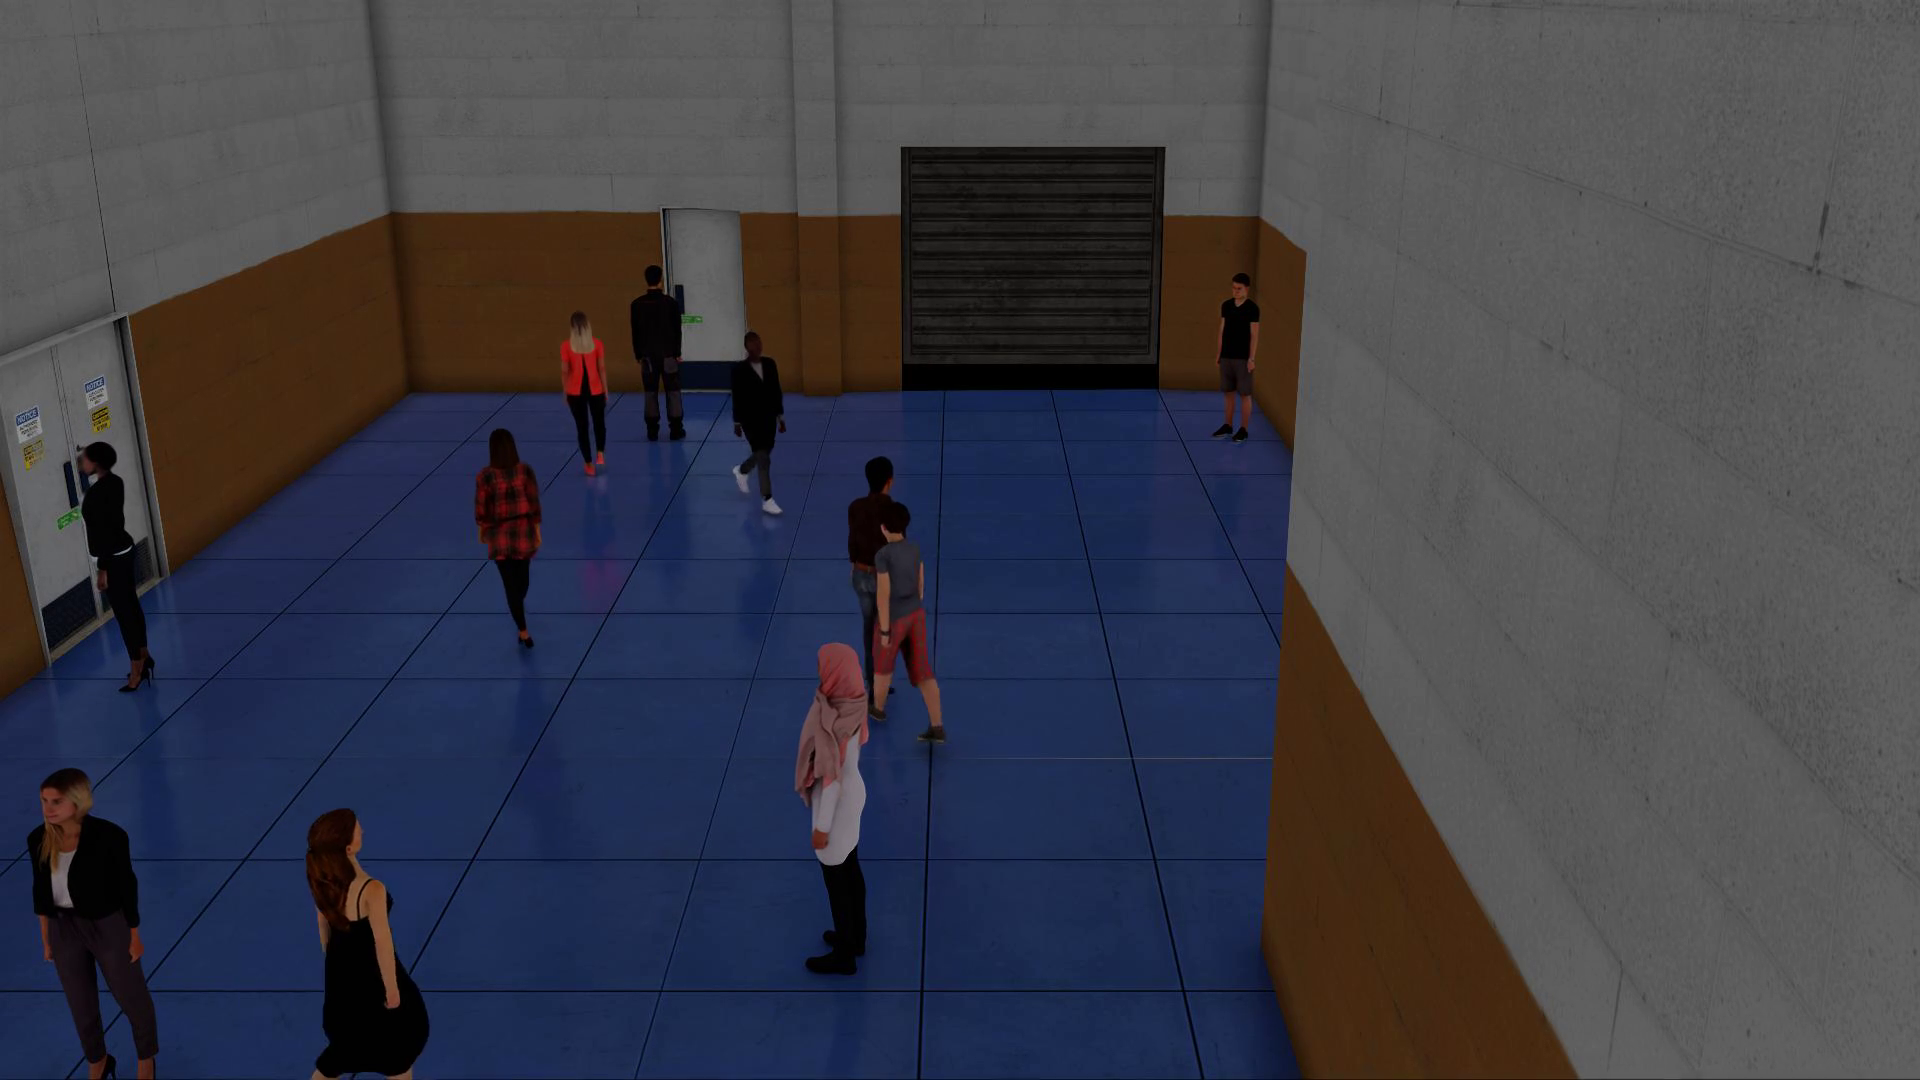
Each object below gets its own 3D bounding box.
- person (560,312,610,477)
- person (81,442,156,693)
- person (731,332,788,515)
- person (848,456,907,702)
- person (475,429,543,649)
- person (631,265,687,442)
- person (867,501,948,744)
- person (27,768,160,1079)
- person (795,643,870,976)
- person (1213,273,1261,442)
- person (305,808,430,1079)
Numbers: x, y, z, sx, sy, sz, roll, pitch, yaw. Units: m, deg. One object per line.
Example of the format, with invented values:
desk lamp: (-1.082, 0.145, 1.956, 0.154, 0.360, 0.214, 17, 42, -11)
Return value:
person: (-3.818, -1.469, 17.008, 0.637, 1.683, 0.745, -6, 20, -17)
person: (-6.017, 0.181, 11.873, 0.566, 1.837, 0.623, -3, 19, -9)
person: (-1.984, -1.144, 15.974, 1.141, 1.729, 1.161, -16, 24, -39)
person: (-0.613, 0.317, 11.584, 0.709, 1.766, 0.809, 7, 20, 20)
person: (-3.397, 0.024, 12.635, 1.124, 1.648, 0.979, -8, 20, -22)
person: (-3.335, -2.070, 18.381, 0.520, 1.945, 0.755, -1, 19, -3)
person: (-0.335, 0.592, 10.997, 1.147, 1.606, 1.094, -13, 23, -34)
person: (-3.855, 1.772, 7.420, 0.467, 1.669, 0.654, 0, 19, -1)
person: (-0.616, 1.356, 8.443, 0.697, 1.804, 0.702, 6, 20, 17)
person: (3.091, -2.044, 18.435, 0.808, 1.862, 0.750, -17, 25, -42)
person: (-2.622, 1.913, 7.105, 0.993, 1.602, 0.910, 10, 21, 26)
